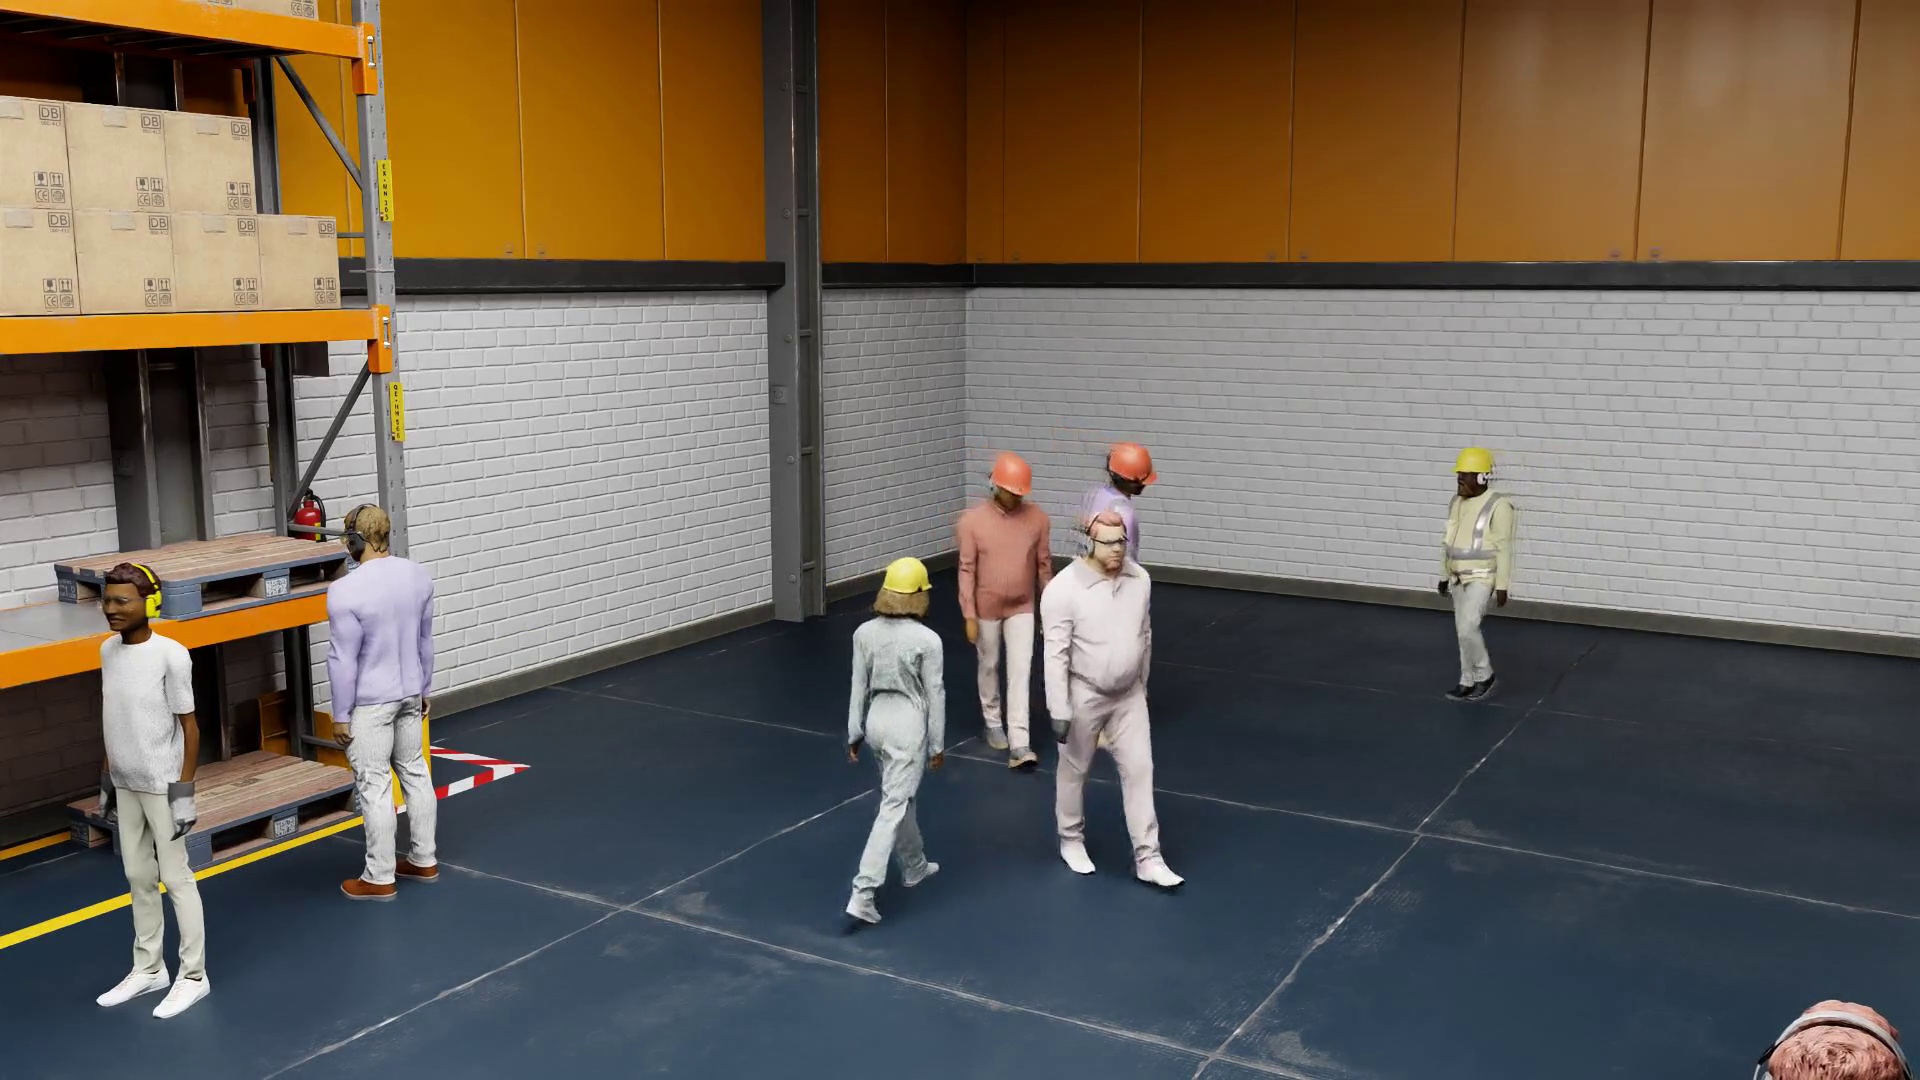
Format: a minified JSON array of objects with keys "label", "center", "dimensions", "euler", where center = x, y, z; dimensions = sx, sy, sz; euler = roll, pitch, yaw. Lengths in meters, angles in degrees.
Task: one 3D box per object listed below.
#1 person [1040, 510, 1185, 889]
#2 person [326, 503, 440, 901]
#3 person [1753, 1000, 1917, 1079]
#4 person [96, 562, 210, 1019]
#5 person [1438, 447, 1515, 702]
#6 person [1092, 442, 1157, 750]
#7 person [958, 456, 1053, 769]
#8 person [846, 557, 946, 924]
[{"label":"person","center":[0.748,0.795,8.159],"dimensions":[0.682,1.868,0.899],"euler":[-5,10,-27]},{"label":"person","center":[-2.804,0.781,8.093],"dimensions":[0.356,1.931,0.630],"euler":[4,10,25]},{"label":"person","center":[1.359,1.666,2.684],"dimensions":[0.636,1.899,0.402],"euler":[7,12,39]},{"label":"person","center":[-3.341,1.013,6.814],"dimensions":[0.526,1.876,0.324],"euler":[4,10,23]},{"label":"person","center":[3.599,0.254,11.714],"dimensions":[0.427,1.818,0.625],"euler":[-4,10,-21]},{"label":"person","center":[0.945,0.344,10.651],"dimensions":[0.476,1.988,0.793],"euler":[-2,9,-13]},{"label":"person","center":[0.297,0.431,10.288],"dimensions":[0.625,1.915,1.014],"euler":[-1,9,-9]},{"label":"person","center":[-0.317,0.928,7.910],"dimensions":[0.484,1.698,0.910],"euler":[6,11,31]}]
